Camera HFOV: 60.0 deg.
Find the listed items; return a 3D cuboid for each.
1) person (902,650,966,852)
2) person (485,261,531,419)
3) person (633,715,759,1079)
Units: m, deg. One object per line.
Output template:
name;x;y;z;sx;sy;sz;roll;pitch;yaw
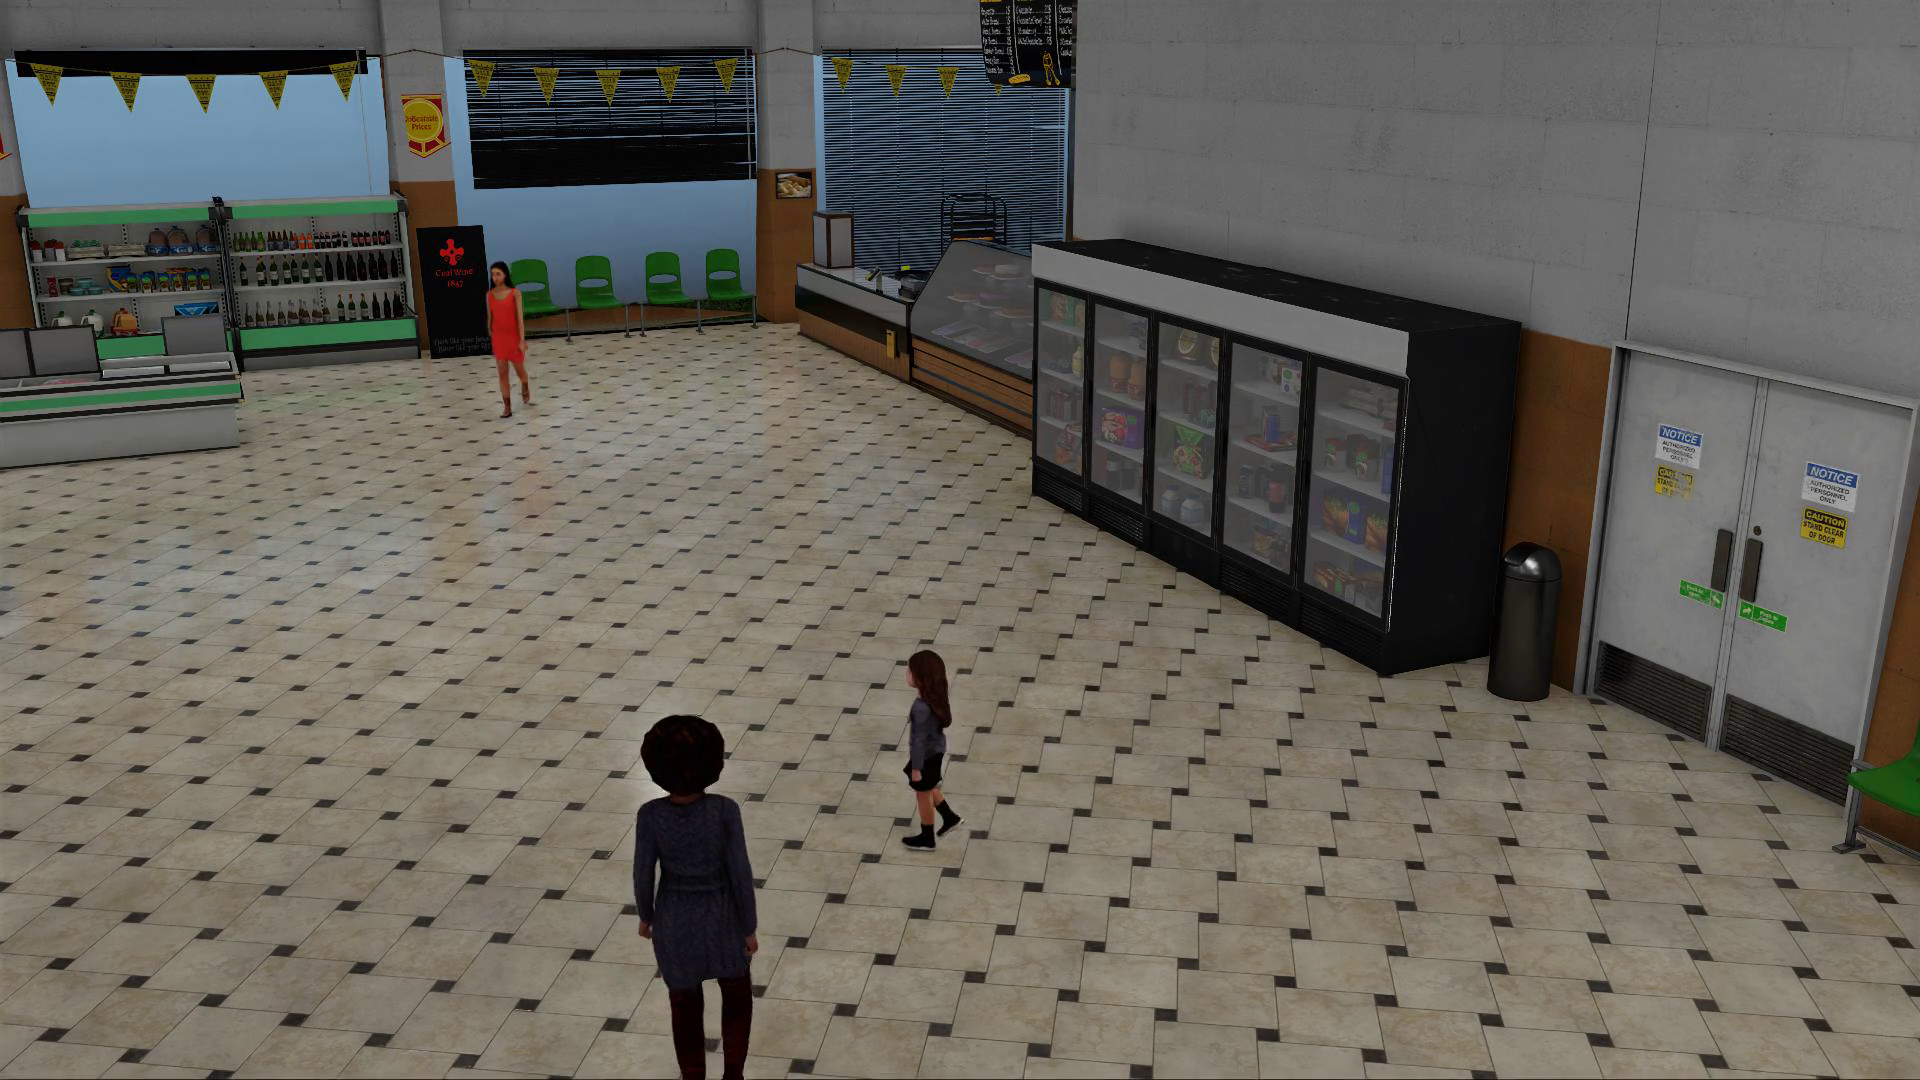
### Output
person;-0.124;1.085;8.551;0.656;1.100;0.598;3;17;9
person;-4.971;-2.209;18.381;1.022;1.693;0.911;1;17;2
person;-0.979;1.492;6.178;0.633;1.700;0.760;0;17;-1
